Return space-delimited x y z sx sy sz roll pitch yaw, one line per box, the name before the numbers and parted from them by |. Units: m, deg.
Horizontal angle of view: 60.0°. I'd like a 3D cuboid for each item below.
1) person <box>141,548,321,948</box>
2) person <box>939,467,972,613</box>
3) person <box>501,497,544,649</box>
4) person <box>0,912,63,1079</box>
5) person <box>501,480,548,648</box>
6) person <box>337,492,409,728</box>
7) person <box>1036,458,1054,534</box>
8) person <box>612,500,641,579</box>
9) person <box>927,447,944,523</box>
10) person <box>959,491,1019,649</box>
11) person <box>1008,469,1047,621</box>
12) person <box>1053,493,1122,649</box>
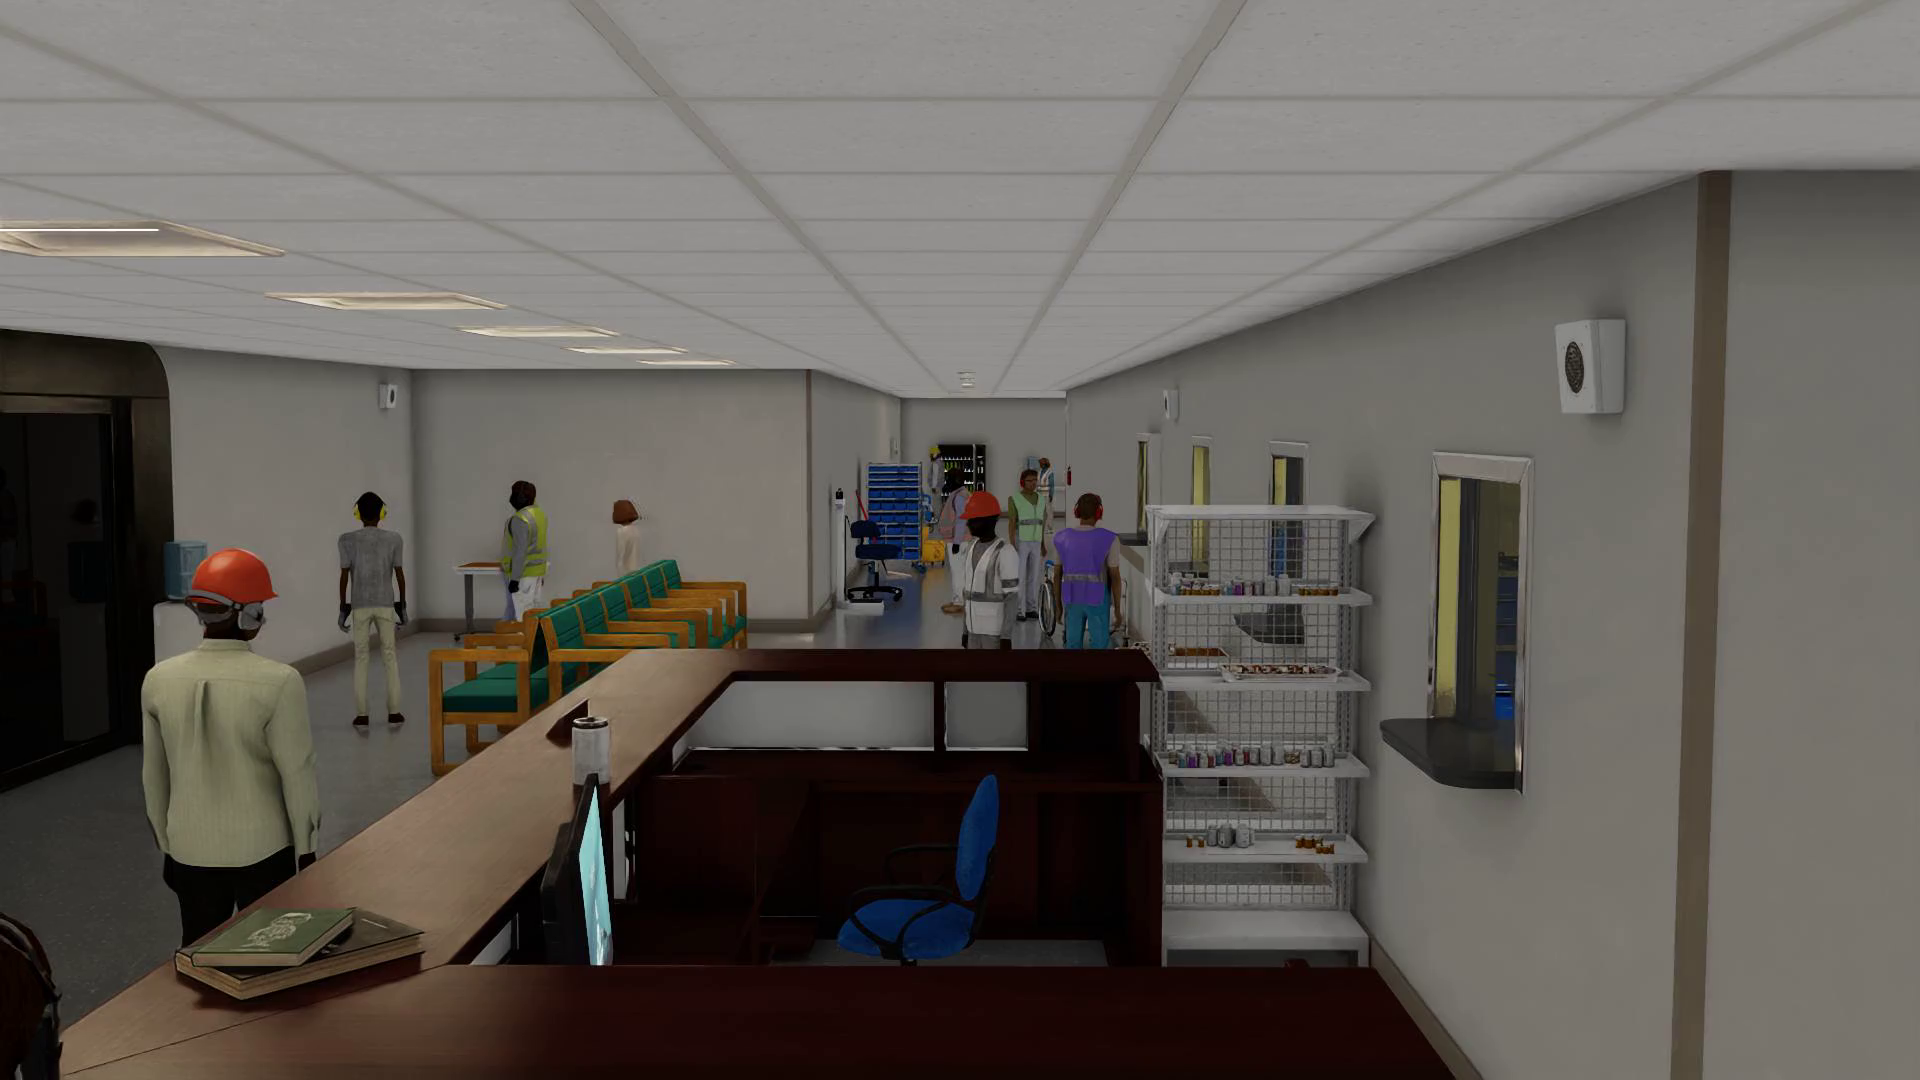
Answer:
person | -2.438 1.025 5.612 0.611 1.995 0.380 1 4 9
person | -0.057 0.001 21.035 0.429 1.847 0.627 0 4 -5
person | -4.527 0.342 17.085 0.381 1.725 0.550 -3 5 -35
person | -1.195 1.363 2.015 0.626 1.837 0.429 -2 5 -29
person | -4.276 0.339 16.299 0.429 1.847 0.627 0 4 4
person | -4.654 0.551 13.178 0.535 1.864 0.309 -2 4 -22
person | 1.835 -0.950 35.801 0.314 1.639 0.514 -3 5 -36
person | -3.369 0.396 17.004 0.422 1.616 0.509 0 4 6
person | -0.576 -1.293 39.368 0.403 1.825 0.600 1 4 10
person | 0.171 0.619 11.731 0.373 1.933 0.551 -3 5 -35
person | 0.810 0.054 20.265 0.570 1.843 0.373 -4 5 -41
person | 1.029 0.540 13.462 0.570 1.842 0.377 2 4 23
